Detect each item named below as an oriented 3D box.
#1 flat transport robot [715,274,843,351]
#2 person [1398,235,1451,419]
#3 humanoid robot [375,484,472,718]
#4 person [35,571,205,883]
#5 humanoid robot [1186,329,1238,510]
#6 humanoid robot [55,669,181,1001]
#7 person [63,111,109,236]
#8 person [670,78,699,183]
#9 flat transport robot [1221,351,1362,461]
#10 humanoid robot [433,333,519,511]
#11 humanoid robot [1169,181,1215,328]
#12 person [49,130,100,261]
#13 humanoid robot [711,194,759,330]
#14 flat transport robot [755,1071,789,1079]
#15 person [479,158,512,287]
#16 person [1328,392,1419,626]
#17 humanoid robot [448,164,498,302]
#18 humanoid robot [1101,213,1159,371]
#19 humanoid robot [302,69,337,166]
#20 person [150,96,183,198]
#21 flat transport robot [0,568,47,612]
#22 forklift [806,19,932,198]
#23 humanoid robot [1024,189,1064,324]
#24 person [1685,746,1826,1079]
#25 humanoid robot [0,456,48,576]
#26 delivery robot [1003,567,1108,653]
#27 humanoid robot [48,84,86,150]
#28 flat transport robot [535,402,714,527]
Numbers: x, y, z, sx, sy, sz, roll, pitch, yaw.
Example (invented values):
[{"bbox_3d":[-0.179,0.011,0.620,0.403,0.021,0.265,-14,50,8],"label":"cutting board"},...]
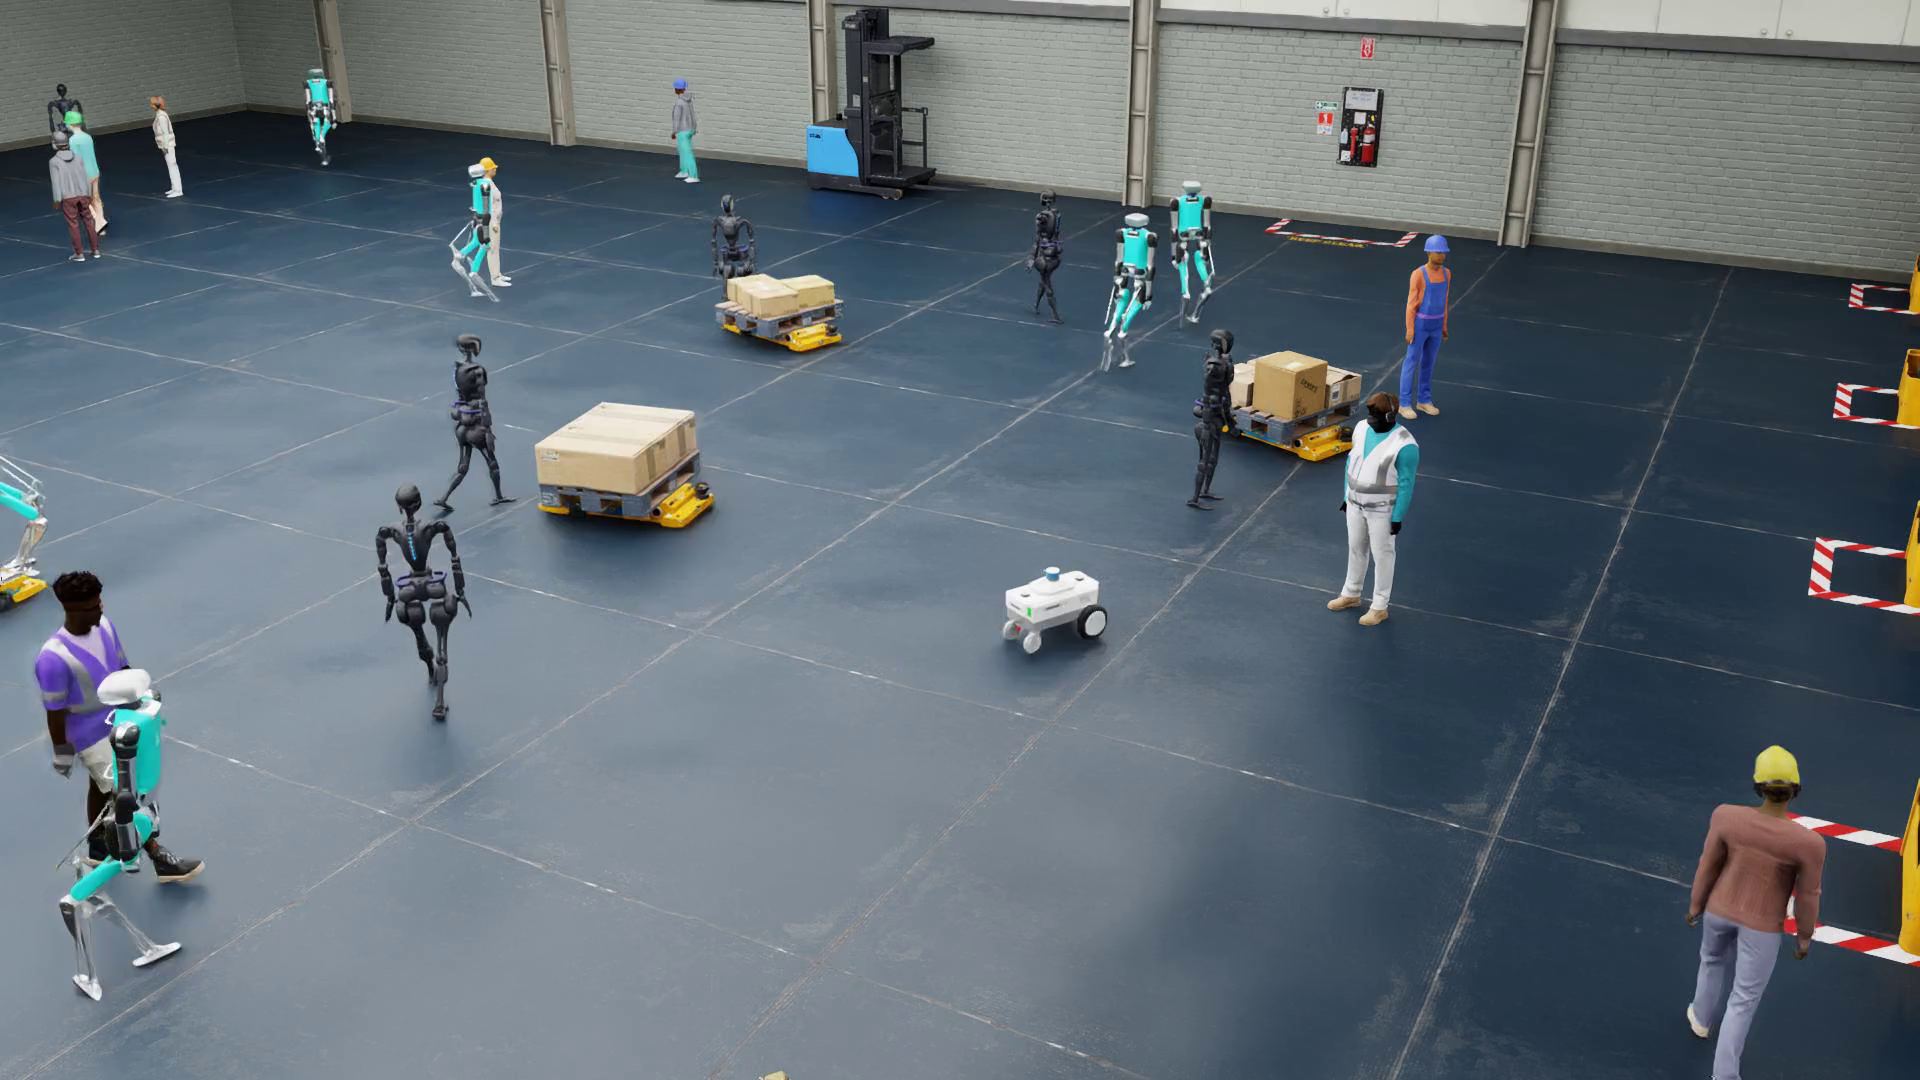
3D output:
[{"bbox_3d":[-2.161,-2.566,20.136,1.431,0.231,0.659,21,31,40],"label":"flat transport robot"},{"bbox_3d":[4.836,-2.212,17.233,0.515,1.912,0.363,-11,25,-23],"label":"person"},{"bbox_3d":[-3.714,0.376,11.562,0.594,1.620,0.790,-4,24,-10],"label":"humanoid robot"},{"bbox_3d":[-4.808,1.073,9.559,0.898,1.933,0.613,1,23,1],"label":"person"},{"bbox_3d":[2.282,-1.094,14.921,0.325,1.653,0.586,12,26,26],"label":"humanoid robot"},{"bbox_3d":[-4.529,1.542,8.725,0.862,1.781,0.582,-4,24,-10],"label":"humanoid robot"},{"bbox_3d":[-13.076,-5.442,24.811,0.417,1.861,0.560,3,23,6],"label":"person"},{"bbox_3d":[-4.821,-7.069,28.731,0.704,1.757,0.568,8,25,18],"label":"person"},{"bbox_3d":[3.270,-1.141,16.818,0.659,0.231,1.431,-19,30,-37],"label":"flat transport robot"},{"bbox_3d":[-4.412,-1.033,14.857,0.724,1.648,0.583,-18,29,-36],"label":"humanoid robot"},{"bbox_3d":[2.872,-3.385,20.333,0.540,1.897,0.726,-5,24,-11],"label":"humanoid robot"},{"bbox_3d":[-12.559,-4.873,23.547,0.365,1.816,0.540,17,29,34],"label":"person"},{"bbox_3d":[-2.729,-3.409,20.375,0.606,1.647,0.685,4,24,8],"label":"humanoid robot"},{"bbox_3d":[-0.870,3.365,6.328,0.659,0.231,1.431,-1,23,-2],"label":"flat transport robot"},{"bbox_3d":[-6.249,-4.252,22.248,0.315,1.701,0.466,-6,24,-13],"label":"person"},{"bbox_3d":[3.164,-0.255,12.765,0.429,1.843,0.630,-14,27,-30],"label":"person"},{"bbox_3d":[-6.313,-3.891,21.394,0.710,1.822,0.549,-11,26,-24],"label":"humanoid robot"},{"bbox_3d":[1.830,-2.673,18.676,0.542,1.898,0.735,18,29,36],"label":"humanoid robot"},{"bbox_3d":[-11.473,-7.512,29.784,0.549,1.732,0.984,0,23,0],"label":"humanoid robot"},{"bbox_3d":[-13.187,-6.535,27.634,0.308,1.641,0.514,-11,26,-24],"label":"person"},{"bbox_3d":[-7.955,0.528,12.933,0.659,0.231,1.431,9,25,20],"label":"flat transport robot"},{"bbox_3d":[-1.573,-7.292,27.850,1.873,2.768,1.129,12,26,25],"label":"forklift"},{"bbox_3d":[1.016,-3.533,20.628,0.676,1.640,0.600,15,27,31],"label":"humanoid robot"},{"bbox_3d":[3.829,1.847,8.029,0.594,1.720,0.641,21,31,39],"label":"person"},{"bbox_3d":[-7.795,-0.548,13.547,0.735,1.757,0.533,-15,27,-31],"label":"humanoid robot"},{"bbox_3d":[0.725,0.499,12.656,0.786,0.608,0.499,-15,28,-31],"label":"delivery robot"},{"bbox_3d":[-15.462,-7.058,28.818,0.603,1.652,0.410,-13,26,-27],"label":"humanoid robot"},{"bbox_3d":[-3.025,-0.377,15.039,1.431,0.231,0.659,7,24,15],"label":"flat transport robot"}]
